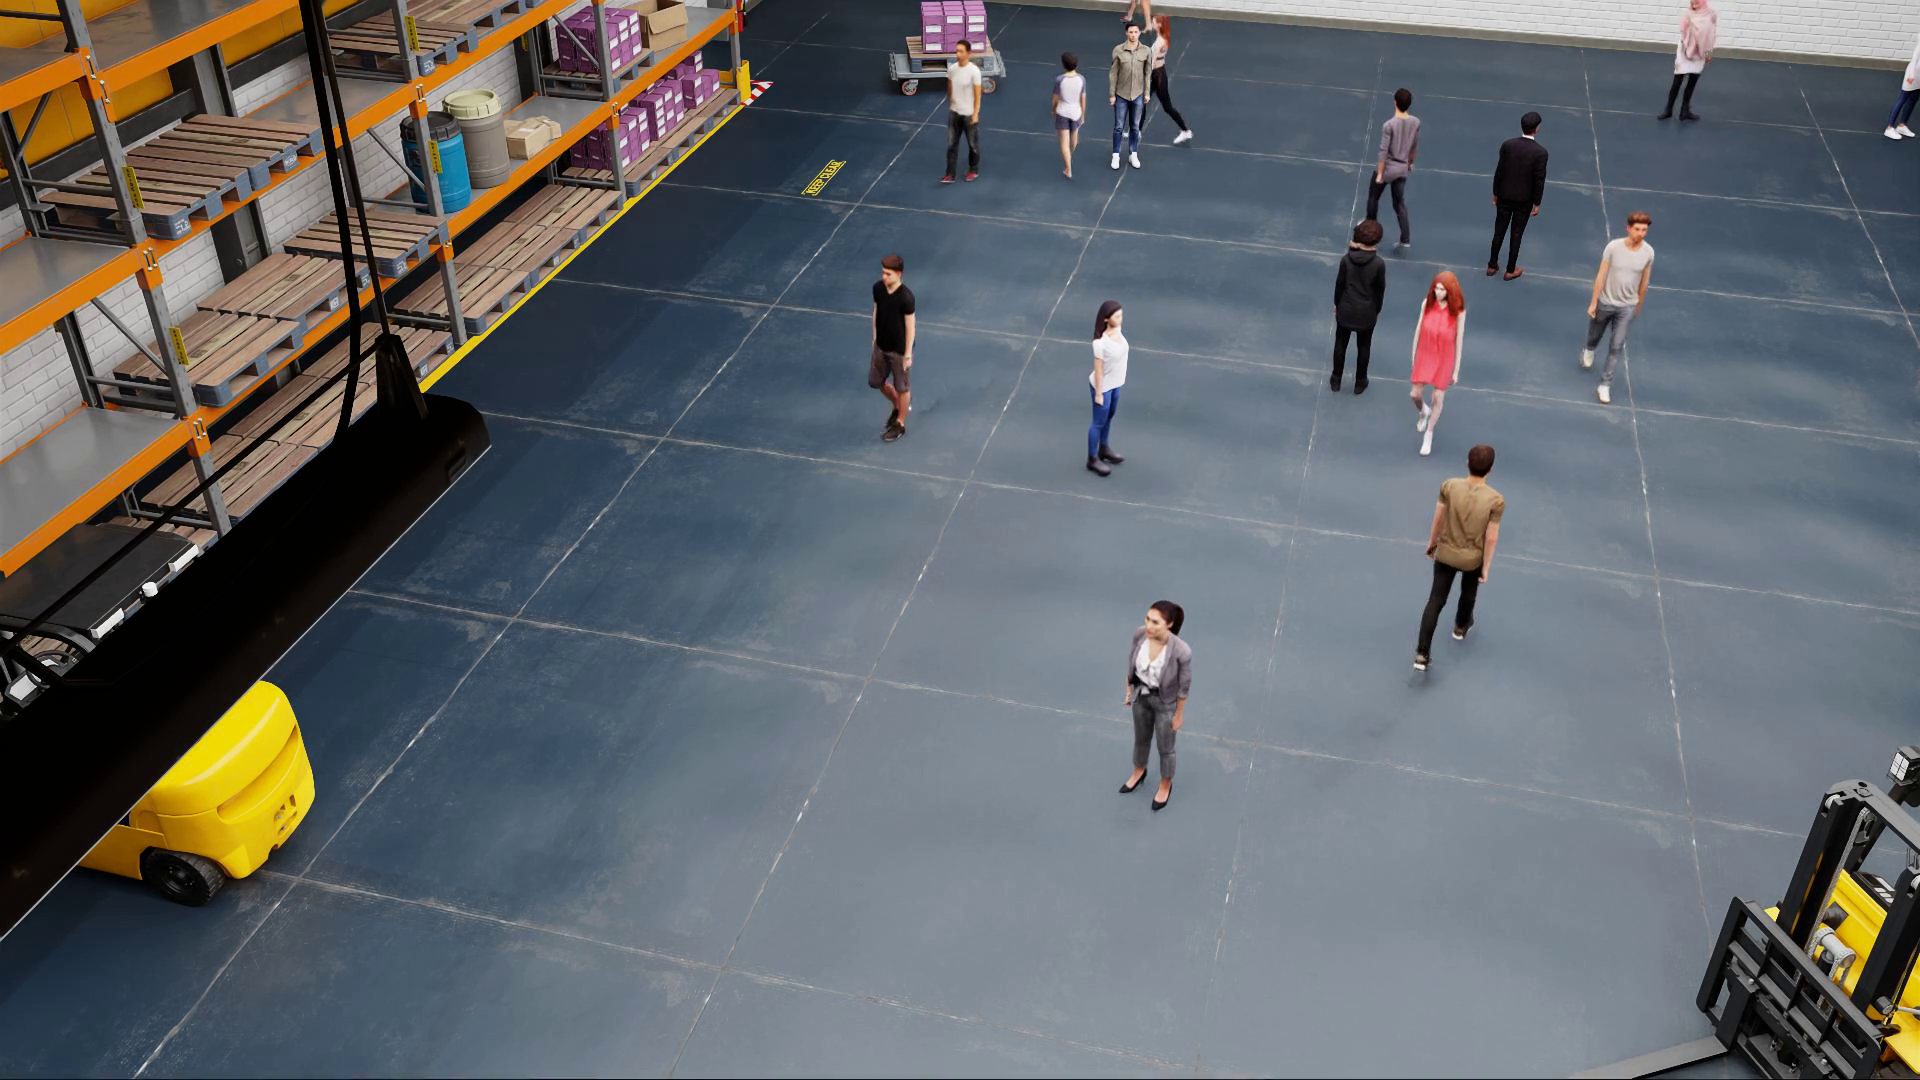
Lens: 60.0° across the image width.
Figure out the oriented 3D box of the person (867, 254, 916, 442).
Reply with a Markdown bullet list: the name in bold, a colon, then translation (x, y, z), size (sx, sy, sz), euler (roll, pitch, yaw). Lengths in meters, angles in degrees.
- **person**: translation (-0.548, -1.825, 15.436), size (0.823, 1.857, 0.837), euler (26, 41, 33)

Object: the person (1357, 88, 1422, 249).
- **person**: translation (5.012, -4.210, 19.059), size (1.106, 1.818, 1.278), euler (-10, 35, -15)

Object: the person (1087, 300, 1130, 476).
- **person**: translation (1.296, -1.380, 14.926), size (0.699, 1.681, 0.530), euler (16, 37, 22)

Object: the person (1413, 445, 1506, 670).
- **person**: translation (3.706, 0.173, 12.476), size (0.911, 1.806, 1.314), euler (18, 38, 25)

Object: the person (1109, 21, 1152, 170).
- **person**: translation (2.162, -5.705, 21.266), size (0.782, 1.865, 0.734), euler (-4, 34, -6)

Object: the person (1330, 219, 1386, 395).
- **person**: translation (3.864, -2.256, 16.156), size (0.634, 1.779, 0.592), euler (11, 35, 16)

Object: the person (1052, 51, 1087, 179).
- **person**: translation (1.386, -5.354, 21.052), size (0.872, 1.517, 1.080), euler (-7, 34, -10)

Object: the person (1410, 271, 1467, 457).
- **person**: translation (4.373, -1.653, 15.216), size (0.707, 1.815, 0.781), euler (16, 37, 22)

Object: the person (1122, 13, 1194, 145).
- **person**: translation (2.698, -6.024, 21.895), size (0.681, 1.701, 1.132), euler (6, 34, 9)

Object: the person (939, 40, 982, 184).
- **person**: translation (0.097, -5.373, 20.832), size (0.754, 1.793, 0.930), euler (16, 37, 23)

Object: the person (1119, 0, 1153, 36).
- **person**: translation (2.928, -8.804, 26.010), size (0.952, 1.775, 1.022), euler (25, 41, 32)

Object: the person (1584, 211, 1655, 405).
- **person**: translation (6.365, -2.330, 16.178), size (0.651, 1.877, 1.066), euler (8, 34, 12)

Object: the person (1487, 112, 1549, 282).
- **person**: translation (6.146, -3.812, 18.404), size (0.770, 1.881, 0.697), euler (22, 40, 30)

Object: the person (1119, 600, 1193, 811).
- **person**: translation (1.331, 1.095, 11.207), size (0.713, 1.677, 0.720), euler (26, 41, 33)

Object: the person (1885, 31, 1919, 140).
- **person**: translation (12.771, -6.237, 22.154), size (0.697, 1.769, 0.731), euler (-13, 36, -18)

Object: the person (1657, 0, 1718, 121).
- **person**: translation (10.024, -6.592, 22.674), size (0.822, 1.784, 0.711), euler (-9, 35, -13)
